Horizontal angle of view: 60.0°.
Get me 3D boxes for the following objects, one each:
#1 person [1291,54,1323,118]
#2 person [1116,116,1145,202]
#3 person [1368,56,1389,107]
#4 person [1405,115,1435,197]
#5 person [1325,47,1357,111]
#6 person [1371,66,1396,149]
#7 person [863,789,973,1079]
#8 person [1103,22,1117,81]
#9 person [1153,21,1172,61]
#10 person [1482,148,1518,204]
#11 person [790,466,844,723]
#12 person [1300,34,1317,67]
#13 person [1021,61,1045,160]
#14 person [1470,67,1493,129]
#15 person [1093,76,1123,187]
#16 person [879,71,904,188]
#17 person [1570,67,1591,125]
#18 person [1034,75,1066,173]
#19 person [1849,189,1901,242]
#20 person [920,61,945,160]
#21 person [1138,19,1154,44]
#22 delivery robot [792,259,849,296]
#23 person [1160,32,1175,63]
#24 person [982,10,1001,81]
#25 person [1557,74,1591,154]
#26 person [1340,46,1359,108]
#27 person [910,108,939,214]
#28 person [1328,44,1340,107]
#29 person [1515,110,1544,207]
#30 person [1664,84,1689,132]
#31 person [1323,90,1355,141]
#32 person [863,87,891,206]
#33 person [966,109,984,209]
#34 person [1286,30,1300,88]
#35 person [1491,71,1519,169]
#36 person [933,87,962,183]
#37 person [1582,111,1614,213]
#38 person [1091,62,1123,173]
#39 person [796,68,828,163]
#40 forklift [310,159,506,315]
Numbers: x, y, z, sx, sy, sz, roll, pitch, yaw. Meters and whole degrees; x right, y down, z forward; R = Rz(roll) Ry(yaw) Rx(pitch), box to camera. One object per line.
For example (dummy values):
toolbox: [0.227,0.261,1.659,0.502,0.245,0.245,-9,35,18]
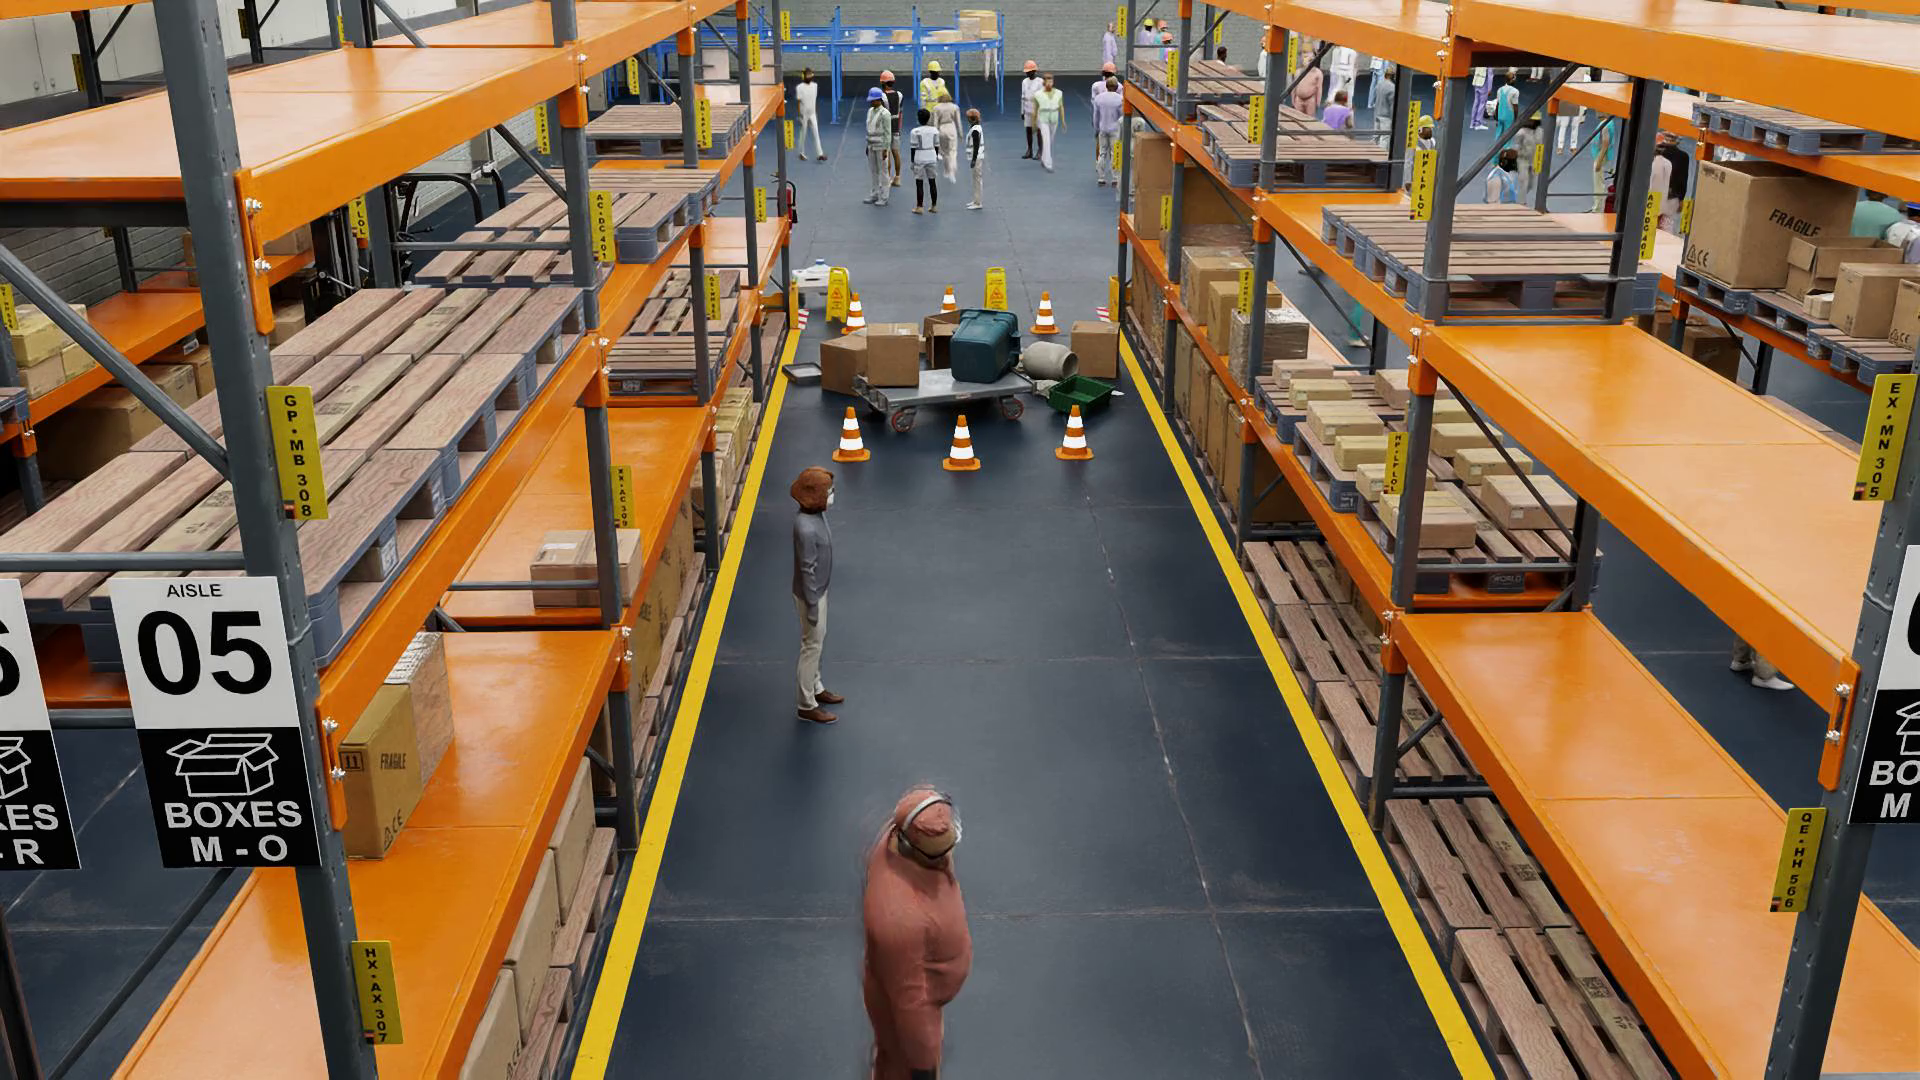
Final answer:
person: [7.261,-9.237,34.970,0.652,1.912,0.403,11,23,27]
person: [2.920,-6.660,28.388,0.494,1.730,0.324,9,23,23]
person: [10.535,-11.840,41.837,0.390,1.911,0.592,-10,23,-25]
person: [6.933,-5.457,25.061,0.586,1.837,0.404,-14,25,-32]
person: [9.472,-11.518,41.064,0.844,1.861,0.593,-13,24,-30]
person: [8.165,-8.115,31.967,0.389,1.929,0.628,-7,22,-18]
person: [-0.158,1.675,6.178,0.408,1.867,0.811,0,21,0]
person: [4.041,-12.984,44.881,0.399,1.900,0.636,2,21,5]
person: [5.316,-12.682,43.938,0.614,1.993,0.395,-13,24,-30]
person: [7.037,-4.194,21.740,0.432,1.836,0.632,13,24,31]
person: [-0.875,0.323,10.080,0.288,1.623,0.507,0,21,1]
person: [9.982,-14.024,47.632,0.440,1.896,0.607,-11,23,-27]
person: [1.432,-8.558,33.141,0.549,1.925,0.392,16,26,37]
person: [11.870,-10.298,37.763,0.405,1.907,0.605,-7,22,-17]
person: [2.697,-7.322,29.848,0.637,1.938,0.356,11,23,26]
person: [-1.283,-7.331,29.728,0.370,2.044,0.608,18,27,40]
person: [14.461,-10.478,38.628,0.296,1.622,0.511,12,24,29]
person: [1.679,-7.967,31.746,0.592,1.807,0.936,-7,22,-18]
person: [10.159,-3.106,18.720,0.362,1.932,0.632,-18,27,-39]
person: [-0.513,-8.514,33.014,0.595,1.925,0.372,-16,26,-36]
person: [5.135,-13.345,45.783,0.373,1.928,0.584,-15,26,-35]
delivery robot: [-1.765,-3.297,21.004,0.707,0.478,0.477,-4,21,-11]
person: [5.034,-11.360,40.525,0.362,1.936,0.542,7,22,18]
person: [0.923,-14.466,48.670,0.619,1.985,0.406,-4,21,-10]
person: [12.505,-8.831,33.916,0.575,1.883,0.355,2,21,5]
person: [9.770,-11.819,41.736,0.632,1.940,0.372,-14,25,-33]
person: [-0.576,-6.190,27.205,0.536,1.693,0.320,-12,24,-28]
person: [9.481,-11.783,41.879,0.325,1.769,0.524,1,21,3]
person: [9.224,-6.154,27.073,0.487,1.728,0.626,-6,22,-15]
person: [16.081,-9.964,37.255,0.501,1.633,0.283,-3,21,-8]
person: [6.606,-6.921,29.003,1.019,1.792,0.588,-18,27,-40]
person: [-1.384,-6.613,27.962,0.382,1.949,0.605,-16,26,-36]
person: [0.250,-6.335,27.657,0.311,1.640,0.514,1,21,2]
person: [9.221,-13.663,46.468,0.536,2.000,0.683,-10,23,-24]
person: [10.468,-8.028,31.844,0.345,1.847,0.508,-13,24,-31]
person: [-0.228,-7.422,30.479,0.538,1.682,0.854,-2,21,-5]
person: [10.368,-6.148,26.881,0.374,1.840,0.572,7,22,18]
person: [2.789,-8.005,31.508,0.614,2.042,0.373,6,21,15]
person: [-2.969,-8.351,32.738,0.557,1.815,0.983,-14,25,-32]
forklift: [-5.622,-2.910,17.832,2.313,2.155,1.214,-1,21,-1]
